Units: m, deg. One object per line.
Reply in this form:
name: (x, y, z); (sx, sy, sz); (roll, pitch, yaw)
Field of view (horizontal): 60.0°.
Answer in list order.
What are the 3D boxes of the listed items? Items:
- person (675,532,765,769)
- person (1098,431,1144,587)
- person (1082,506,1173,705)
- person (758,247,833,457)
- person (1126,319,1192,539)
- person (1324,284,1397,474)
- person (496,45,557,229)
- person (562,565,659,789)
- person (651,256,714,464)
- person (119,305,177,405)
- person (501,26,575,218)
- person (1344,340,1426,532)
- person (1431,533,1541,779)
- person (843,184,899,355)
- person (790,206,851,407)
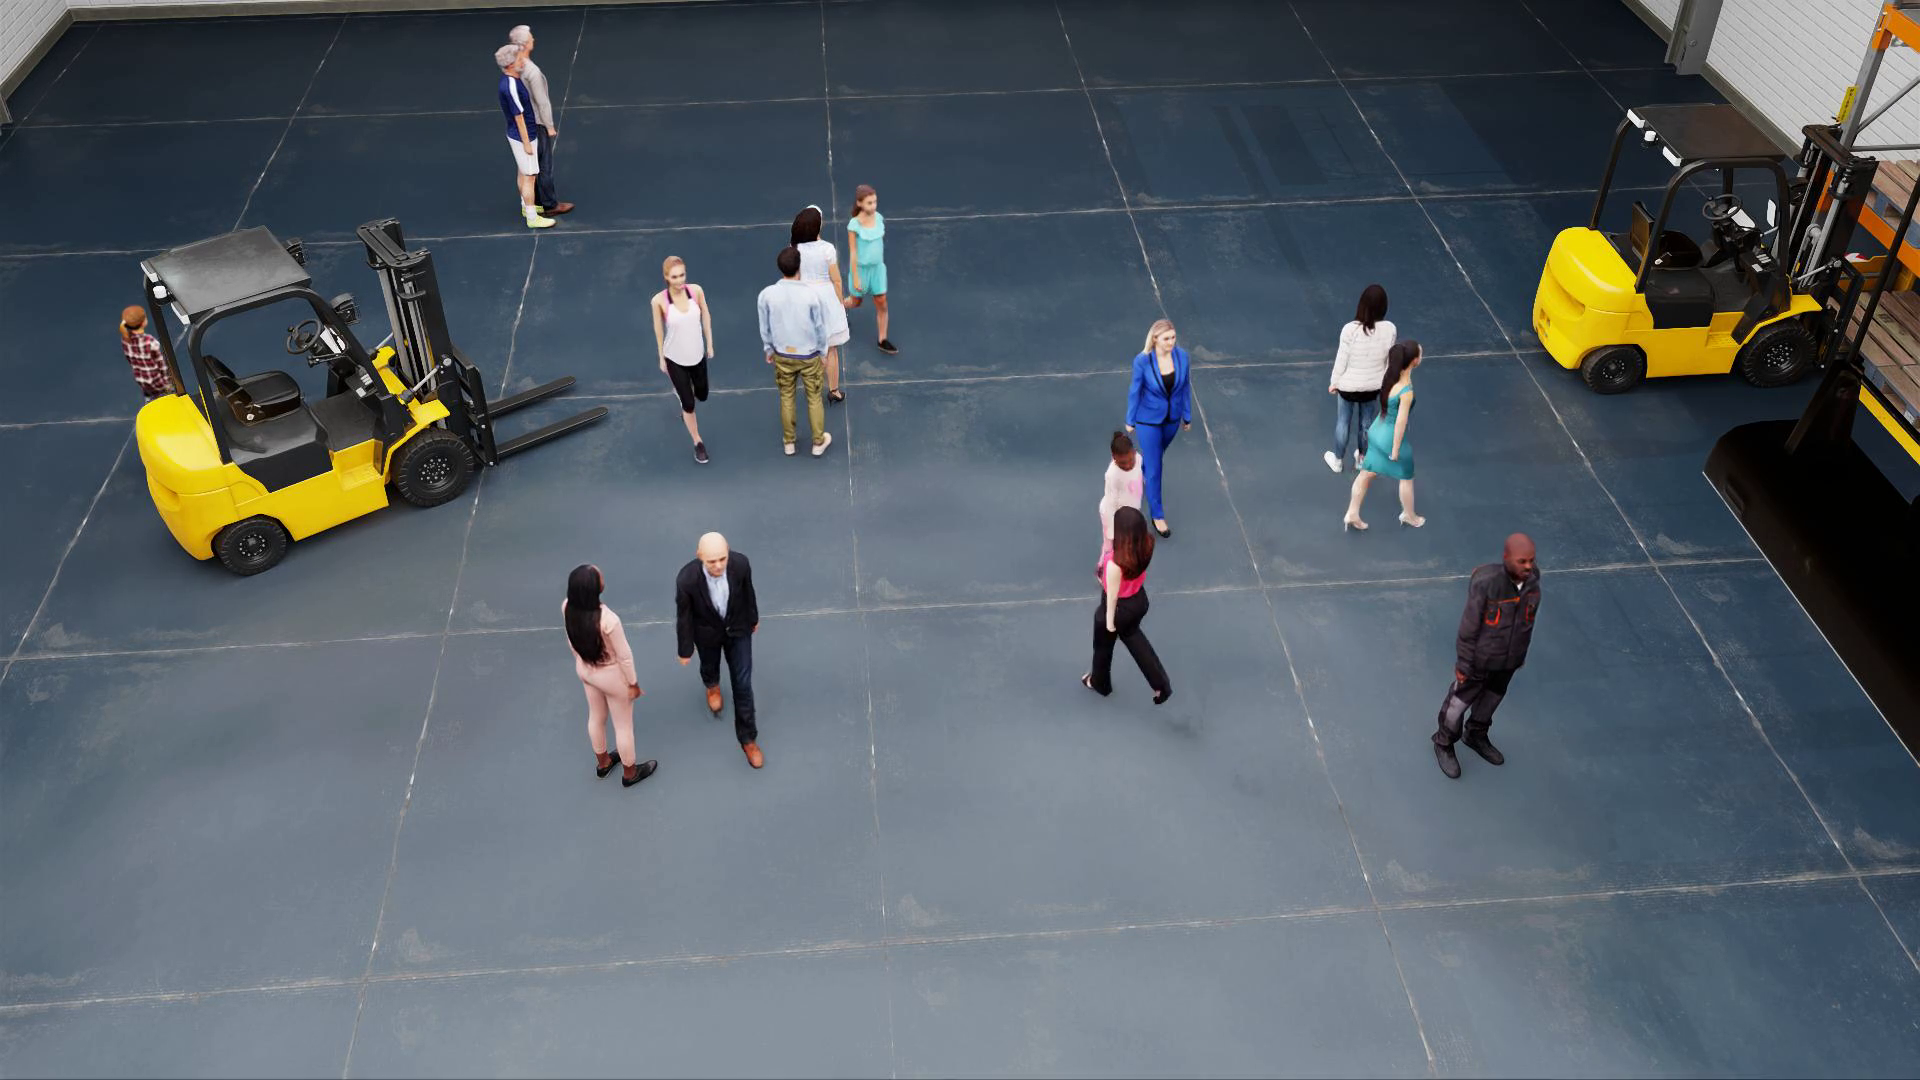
person: (-1.549, 0.548, 10.677); (0.896, 1.742, 1.224); (-12, 40, -15)
person: (1.127, -0.241, 11.917); (0.787, 1.426, 0.740); (19, 43, 23)
person: (1.122, 0.469, 10.856); (1.000, 1.642, 0.906); (32, 48, 33)
person: (-1.293, -1.476, 13.158); (0.719, 1.809, 0.629); (4, 39, 5)
person: (1.474, -0.948, 12.613); (0.842, 1.662, 1.129); (-13, 41, -16)
person: (3.132, -1.257, 13.022); (0.613, 1.636, 0.527); (-3, 39, -4)
person: (-4.278, -3.963, 16.248); (0.752, 1.837, 0.576); (-13, 40, -15)
person: (-2.209, 0.845, 10.322); (0.699, 1.720, 0.729); (22, 43, 25)
person: (-2.205, -1.488, 13.204); (0.806, 1.770, 1.013); (-16, 41, -19)
person: (-6.496, -1.267, 13.312); (0.721, 1.290, 0.953); (9, 39, 11)
person: (-4.223, -4.126, 16.395); (0.822, 1.910, 0.886); (28, 47, 31)
person: (3.097, -0.734, 12.343); (0.681, 1.665, 0.819); (-8, 39, -10)
person: (3.326, 0.678, 10.450); (0.764, 1.822, 0.716); (-14, 41, -17)
person: (-0.867, -2.388, 14.521); (0.902, 1.532, 1.087); (-25, 45, -28)
person: (-1.169, -1.915, 13.699); (0.811, 1.818, 0.848); (11, 40, 13)
